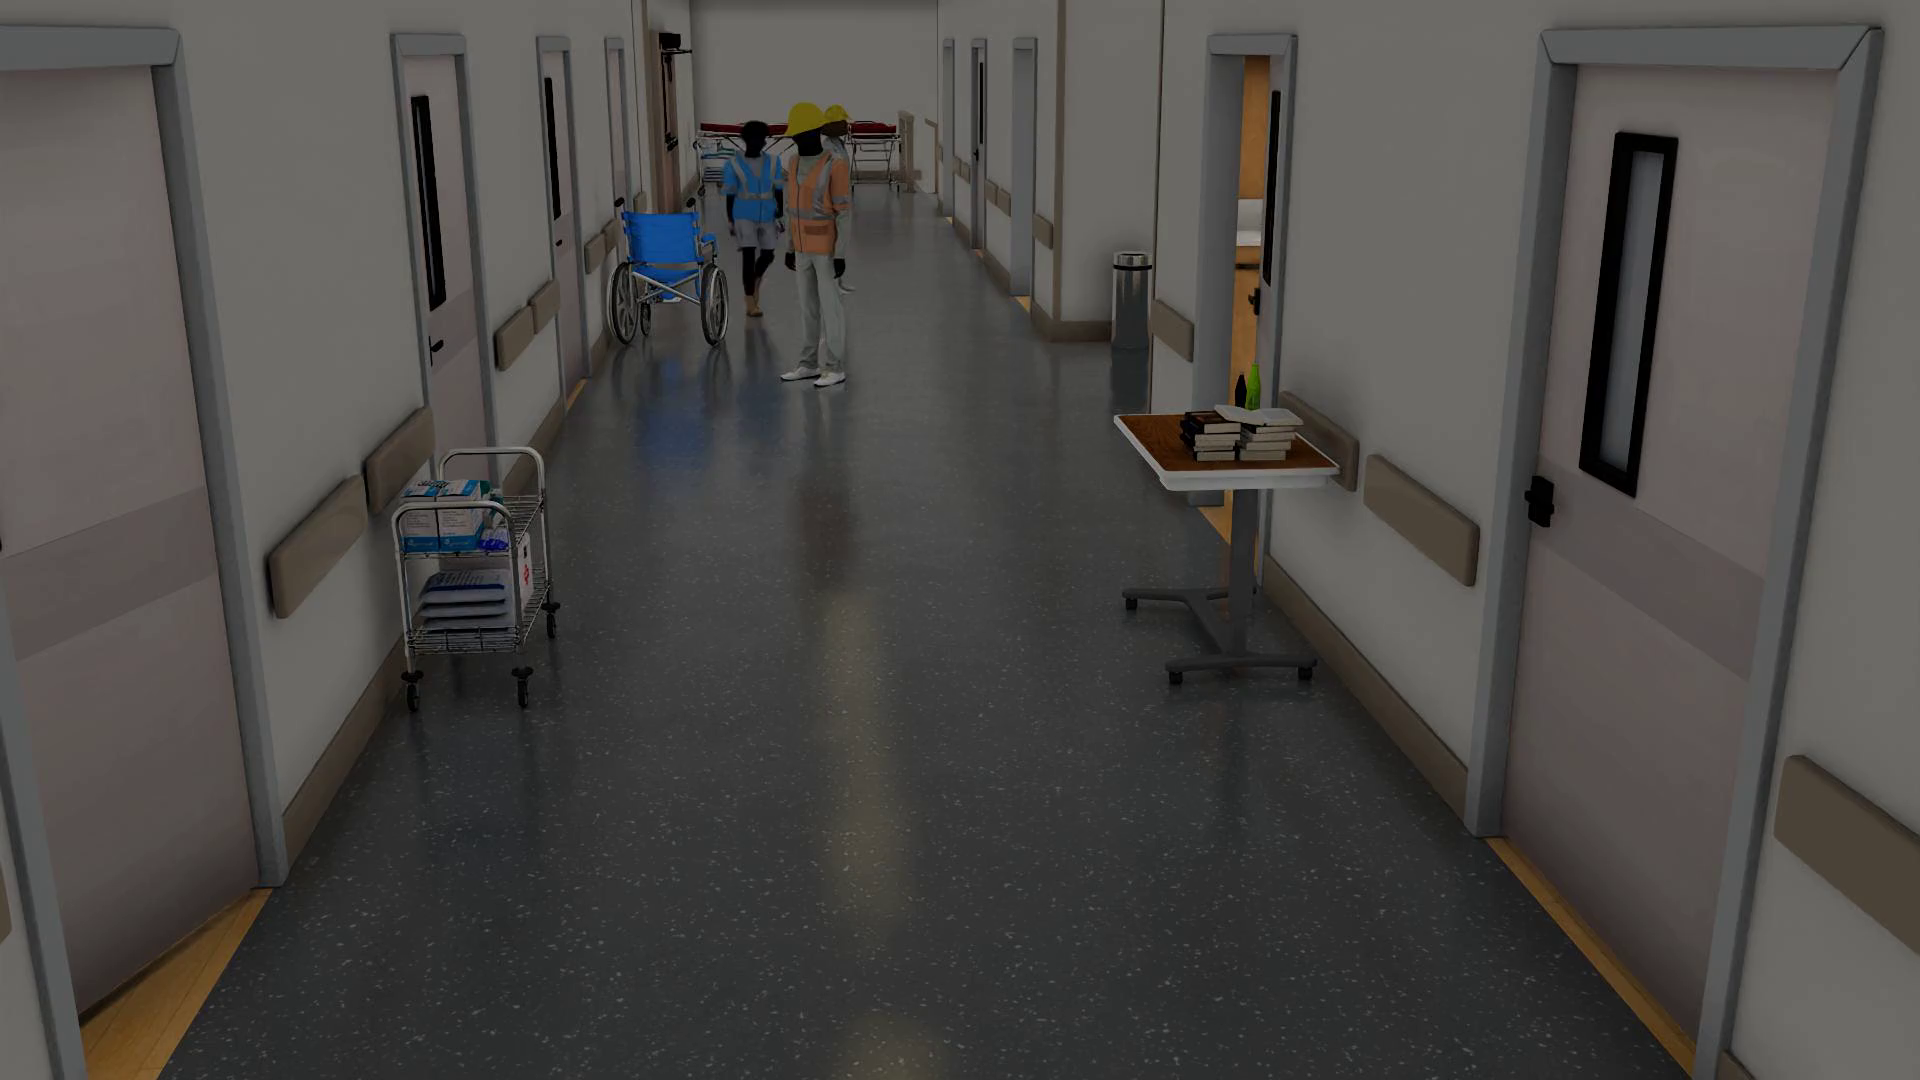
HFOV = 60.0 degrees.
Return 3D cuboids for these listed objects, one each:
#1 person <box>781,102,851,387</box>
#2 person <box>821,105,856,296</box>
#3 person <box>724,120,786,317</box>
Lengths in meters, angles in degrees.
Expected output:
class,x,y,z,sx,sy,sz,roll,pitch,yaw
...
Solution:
class,x,y,z,sx,sy,sz,roll,pitch,yaw
person,-0.997,-2.010,11.382,0.390,1.916,0.585,-16,23,-43
person,-1.145,-3.173,15.558,0.283,1.746,0.493,3,17,8
person,-1.814,-2.822,14.519,0.527,1.665,0.735,-8,18,-25
